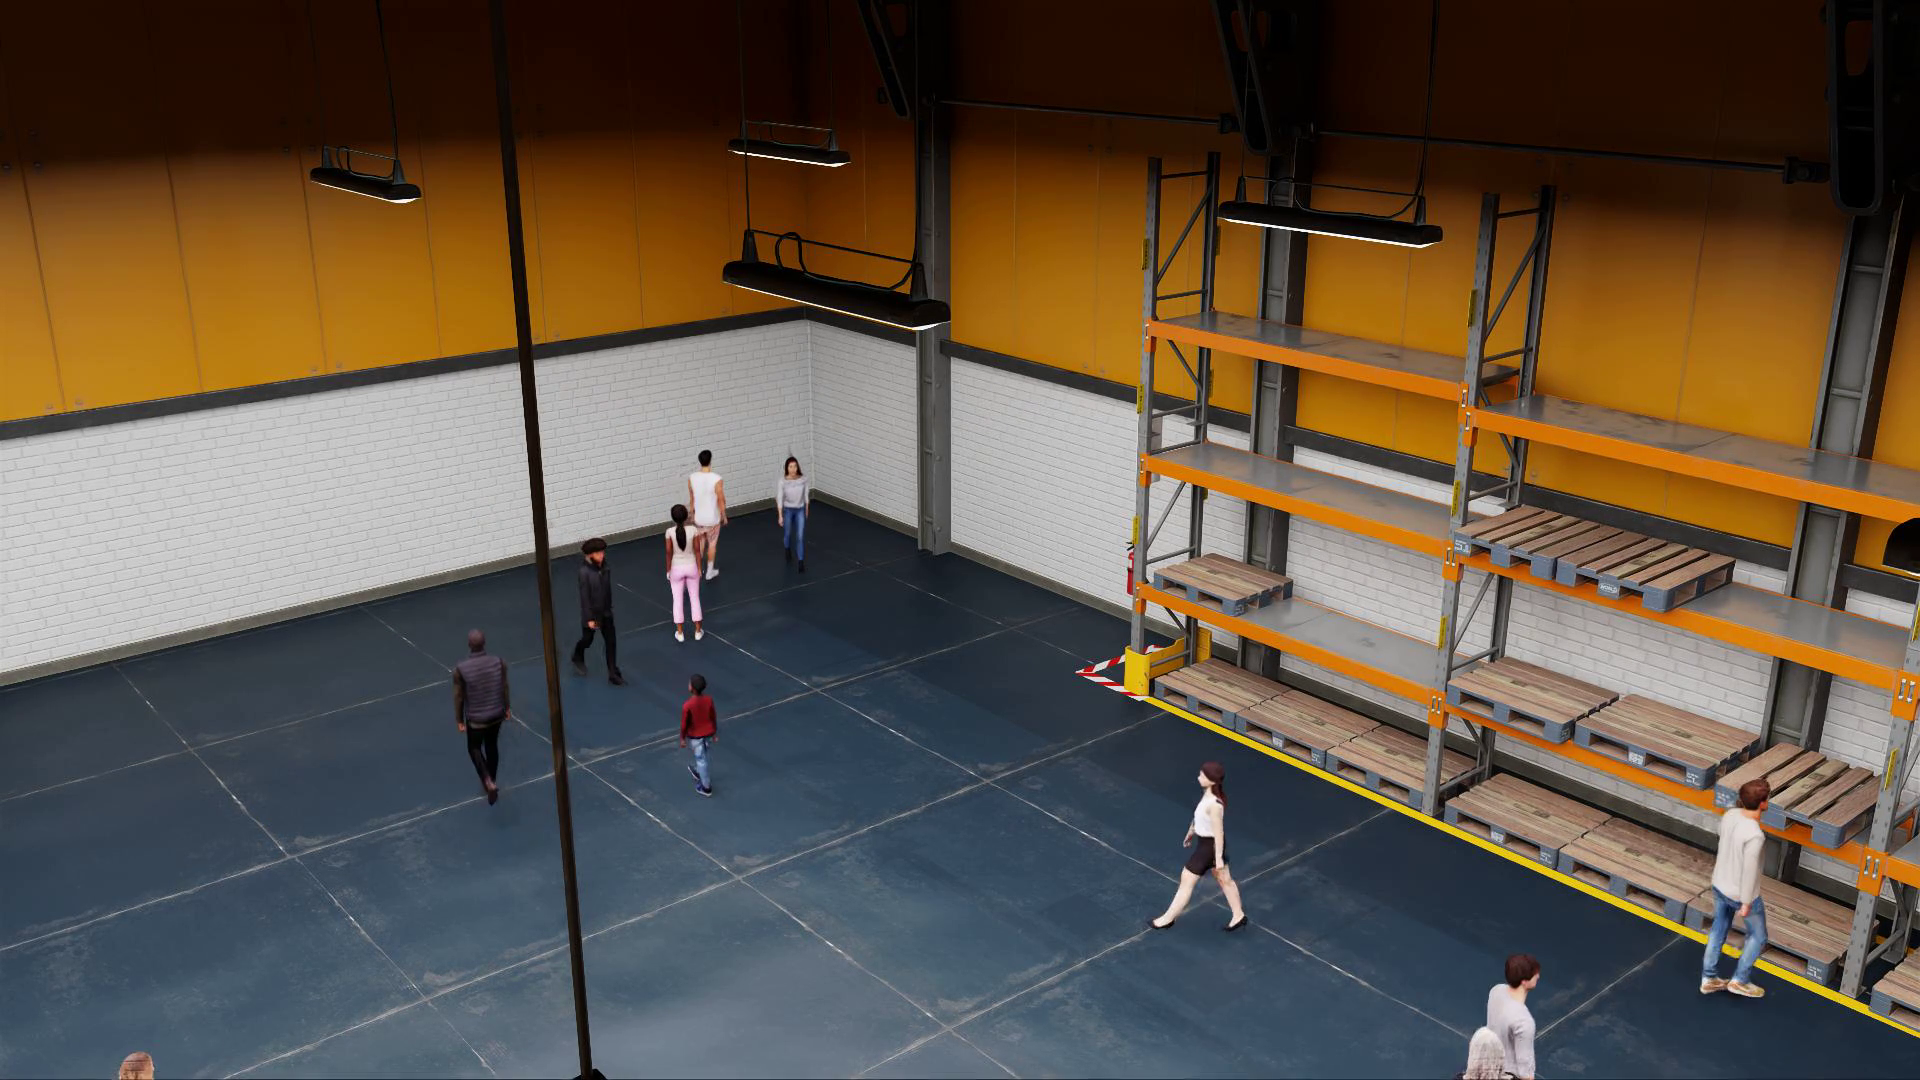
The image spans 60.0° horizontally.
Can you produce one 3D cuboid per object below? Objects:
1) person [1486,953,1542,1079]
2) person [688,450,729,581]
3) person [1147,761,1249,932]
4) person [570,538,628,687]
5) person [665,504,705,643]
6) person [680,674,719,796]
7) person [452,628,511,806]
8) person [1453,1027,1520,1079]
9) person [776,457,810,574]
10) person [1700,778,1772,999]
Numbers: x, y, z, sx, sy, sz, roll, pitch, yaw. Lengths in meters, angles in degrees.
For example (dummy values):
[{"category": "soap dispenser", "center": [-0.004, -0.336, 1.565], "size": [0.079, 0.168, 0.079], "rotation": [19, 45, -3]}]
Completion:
[{"category": "person", "center": [3.492, 3.544, 10.896], "size": [1.161, 1.818, 1.152], "rotation": [0, 19, 0]}, {"category": "person", "center": [-3.440, -0.300, 22.377], "size": [0.781, 1.774, 0.853], "rotation": [6, 19, 16]}, {"category": "person", "center": [2.184, 2.619, 13.983], "size": [1.079, 1.600, 1.060], "rotation": [0, 19, 1]}, {"category": "person", "center": [-4.231, 0.815, 19.100], "size": [1.147, 1.754, 0.733], "rotation": [15, 24, 38]}, {"category": "person", "center": [-3.383, 0.390, 20.380], "size": [0.659, 1.742, 0.653], "rotation": [-5, 19, -13]}, {"category": "person", "center": [-2.557, 1.949, 16.546], "size": [0.530, 1.235, 0.775], "rotation": [-16, 24, -40]}, {"category": "person", "center": [-4.631, 1.746, 16.229], "size": [0.802, 1.822, 1.007], "rotation": [-10, 21, -28]}, {"category": "person", "center": [3.212, 3.831, 10.217], "size": [1.116, 1.706, 1.131], "rotation": [3, 19, 8]}, {"category": "person", "center": [-2.321, -0.374, 22.888], "size": [0.927, 1.588, 1.177], "rotation": [-5, 19, -14]}, {"category": "person", "center": [6.048, 2.758, 13.112], "size": [0.868, 1.892, 0.796], "rotation": [-3, 19, -10]}]
